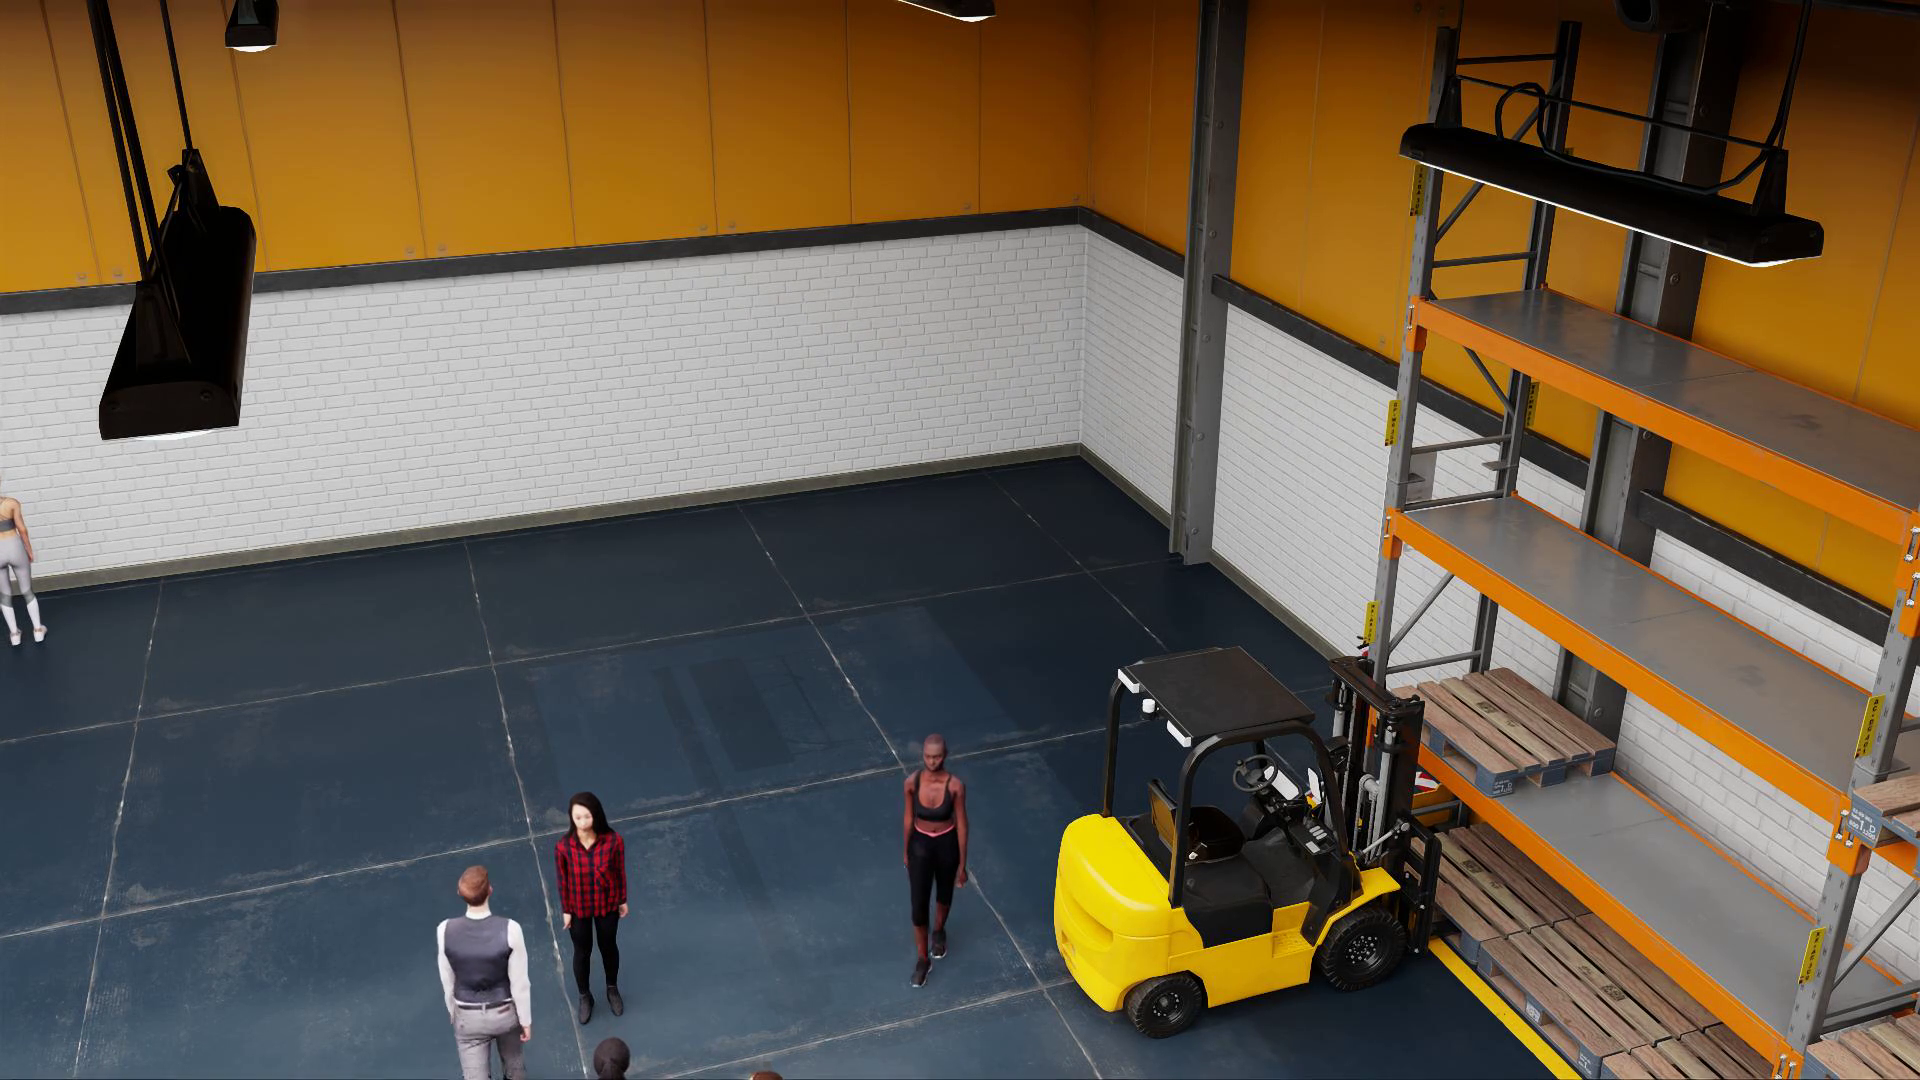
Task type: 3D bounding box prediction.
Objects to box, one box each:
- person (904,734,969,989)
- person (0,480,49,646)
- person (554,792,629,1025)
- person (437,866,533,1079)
[{"bbox_3d":[-0.145,2.030,11.166,0.840,1.743,1.009,2,24,4],"label":"person"},{"bbox_3d":[-8.874,0.159,15.498,0.564,1.703,0.539,-12,26,-25],"label":"person"},{"bbox_3d":[-2.347,2.318,10.615,0.594,1.657,0.524,-6,24,-14],"label":"person"},{"bbox_3d":[-2.667,2.738,9.346,0.816,1.904,1.270,-4,24,-8],"label":"person"}]
